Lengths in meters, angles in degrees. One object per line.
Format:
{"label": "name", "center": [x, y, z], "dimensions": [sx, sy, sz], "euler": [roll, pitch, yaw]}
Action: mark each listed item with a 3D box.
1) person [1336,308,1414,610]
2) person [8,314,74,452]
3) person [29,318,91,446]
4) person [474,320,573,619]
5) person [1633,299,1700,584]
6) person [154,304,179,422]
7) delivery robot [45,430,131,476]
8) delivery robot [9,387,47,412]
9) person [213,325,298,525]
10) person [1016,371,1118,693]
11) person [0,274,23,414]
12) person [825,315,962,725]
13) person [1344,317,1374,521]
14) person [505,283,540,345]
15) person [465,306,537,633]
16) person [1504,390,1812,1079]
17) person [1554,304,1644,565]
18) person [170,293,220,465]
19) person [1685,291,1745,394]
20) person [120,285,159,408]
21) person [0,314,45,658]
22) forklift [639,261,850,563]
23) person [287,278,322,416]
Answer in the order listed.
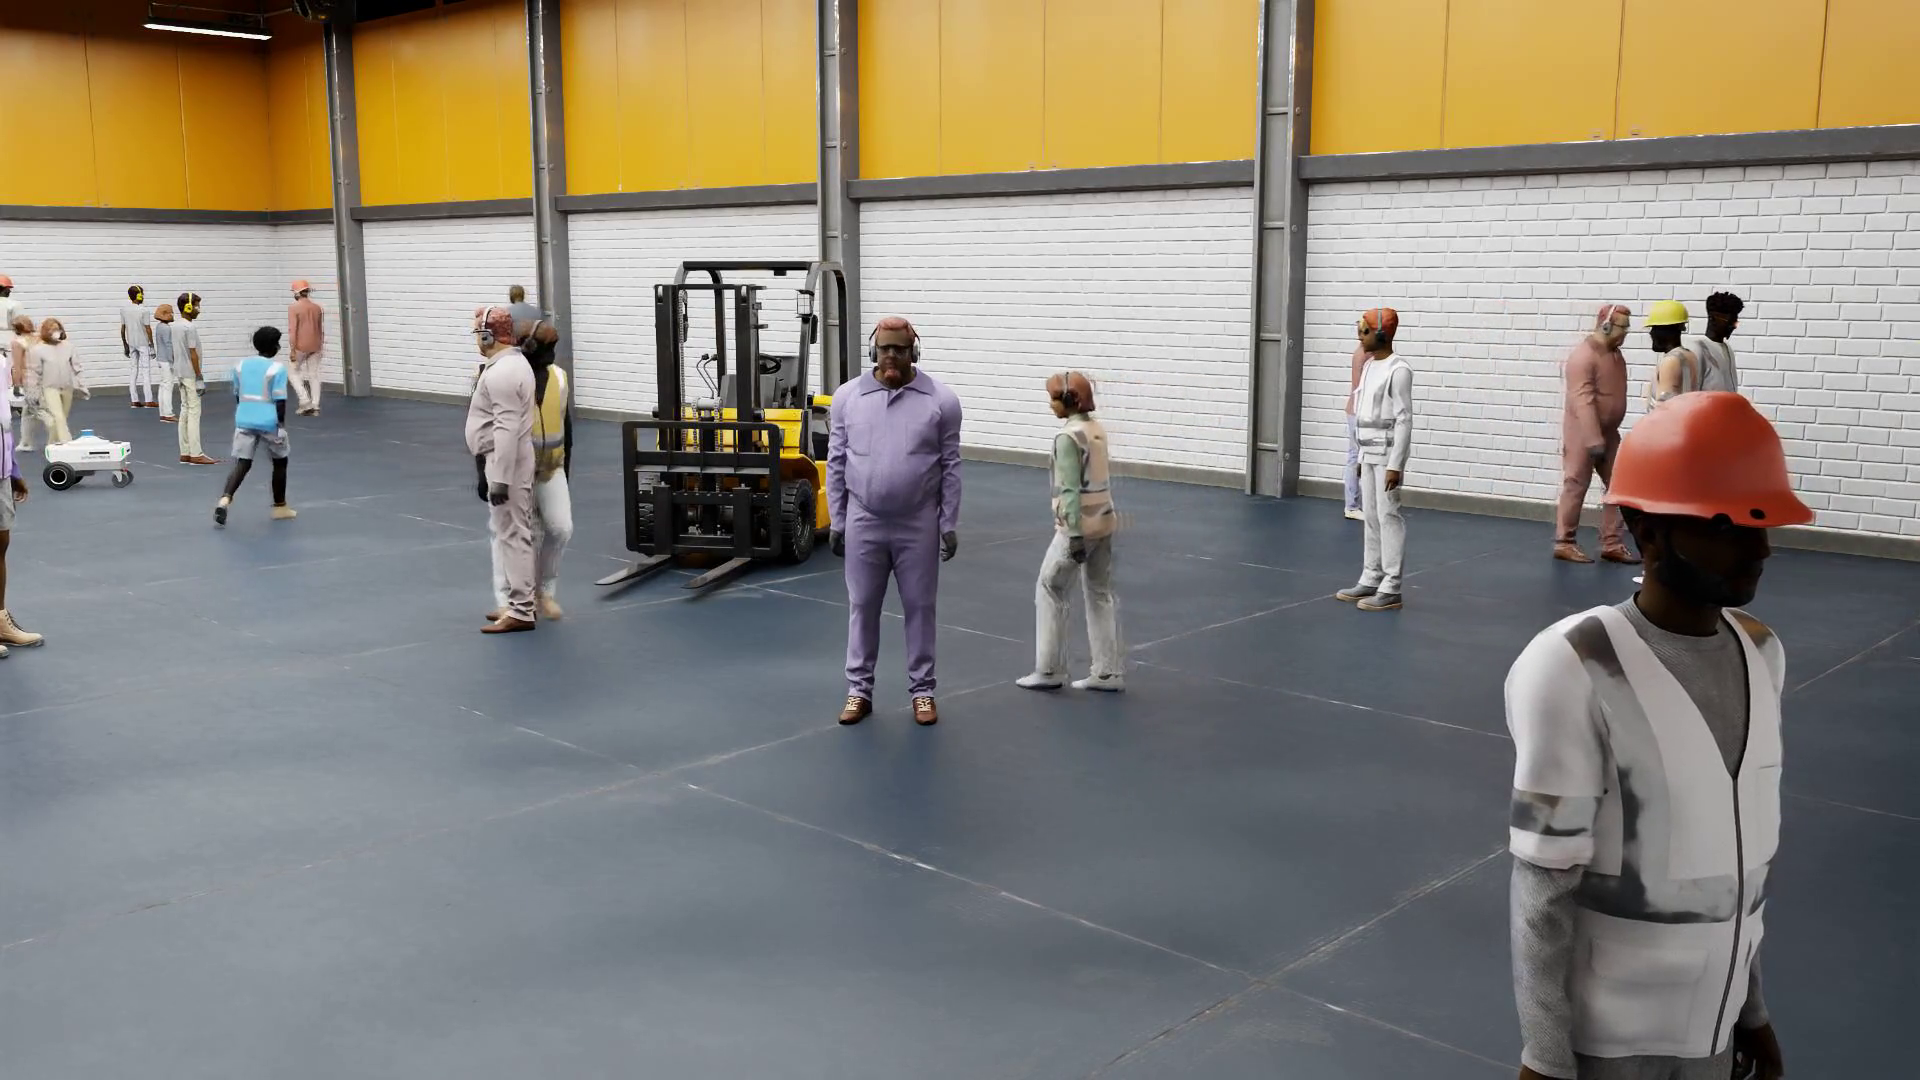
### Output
{"label": "person", "center": [2.621, -0.502, 10.374], "dimensions": [0.358, 1.881, 0.574], "euler": [-1, 9, -8]}
{"label": "person", "center": [-10.625, -1.796, 19.149], "dimensions": [0.785, 1.607, 0.530], "euler": [0, 9, 0]}
{"label": "person", "center": [-9.782, -1.609, 18.054], "dimensions": [0.854, 1.587, 0.514], "euler": [6, 11, 33]}
{"label": "person", "center": [-2.590, -0.392, 9.888], "dimensions": [0.711, 1.817, 0.492], "euler": [-8, 12, -39]}
{"label": "person", "center": [4.752, -0.650, 11.193], "dimensions": [0.413, 1.917, 0.587], "euler": [6, 11, 32]}
{"label": "person", "center": [-10.993, -2.448, 23.068], "dimensions": [0.279, 1.632, 0.502], "euler": [-7, 12, -38]}
{"label": "delivery robot", "center": [-8.458, -0.829, 16.152], "dimensions": [0.707, 0.478, 0.477], "euler": [-3, 10, -17]}
{"label": "delivery robot", "center": [-13.226, -2.032, 23.525], "dimensions": [0.707, 0.478, 0.477], "euler": [3, 10, 17]}
{"label": "person", "center": [-5.873, -0.948, 13.802], "dimensions": [0.553, 1.658, 0.728], "euler": [2, 9, 13]}
{"label": "person", "center": [0.545, -0.035, 8.344], "dimensions": [0.611, 1.618, 0.520], "euler": [6, 11, 31]}
{"label": "person", "center": [-13.902, -2.843, 24.245], "dimensions": [0.614, 2.039, 0.394], "euler": [-1, 9, -5]}
{"label": "person", "center": [-0.312, -0.084, 7.741], "dimensions": [0.639, 1.908, 0.409], "euler": [0, 9, 3]}
{"label": "person", "center": [3.437, -1.048, 14.103], "dimensions": [0.329, 1.760, 0.523], "euler": [3, 10, 15]}
{"label": "person", "center": [-5.948, -2.564, 22.895], "dimensions": [0.672, 1.925, 0.649], "euler": [5, 11, 28]}
{"label": "person", "center": [-2.680, -0.409, 9.742], "dimensions": [0.400, 1.905, 0.643], "euler": [-1, 9, -7]}
{"label": "person", "center": [1.098, 0.734, 2.624], "dimensions": [0.542, 1.939, 0.362], "euler": [-5, 11, -28]}
{"label": "person", "center": [4.598, -0.733, 11.856], "dimensions": [0.659, 1.874, 0.733], "euler": [-7, 12, -38]}
{"label": "person", "center": [-8.349, -1.746, 18.064], "dimensions": [0.517, 1.865, 0.328], "euler": [9, 13, 43]}
{"label": "person", "center": [5.425, -0.814, 12.051], "dimensions": [0.602, 1.959, 0.371], "euler": [-9, 13, -43]}
{"label": "person", "center": [-12.548, -2.950, 25.433], "dimensions": [0.534, 1.866, 0.315], "euler": [2, 9, 10]}
{"label": "person", "center": [-5.346, -0.374, 9.098], "dimensions": [0.374, 2.043, 0.613], "euler": [1, 9, 6]}
{"label": "forklift", "center": [-1.552, -1.040, 12.721], "dimensions": [1.214, 2.155, 2.313], "euler": [2, 9, 11]}
{"label": "person", "center": [-9.470, -2.773, 23.991], "dimensions": [0.474, 1.978, 0.656], "euler": [4, 10, 26]}
